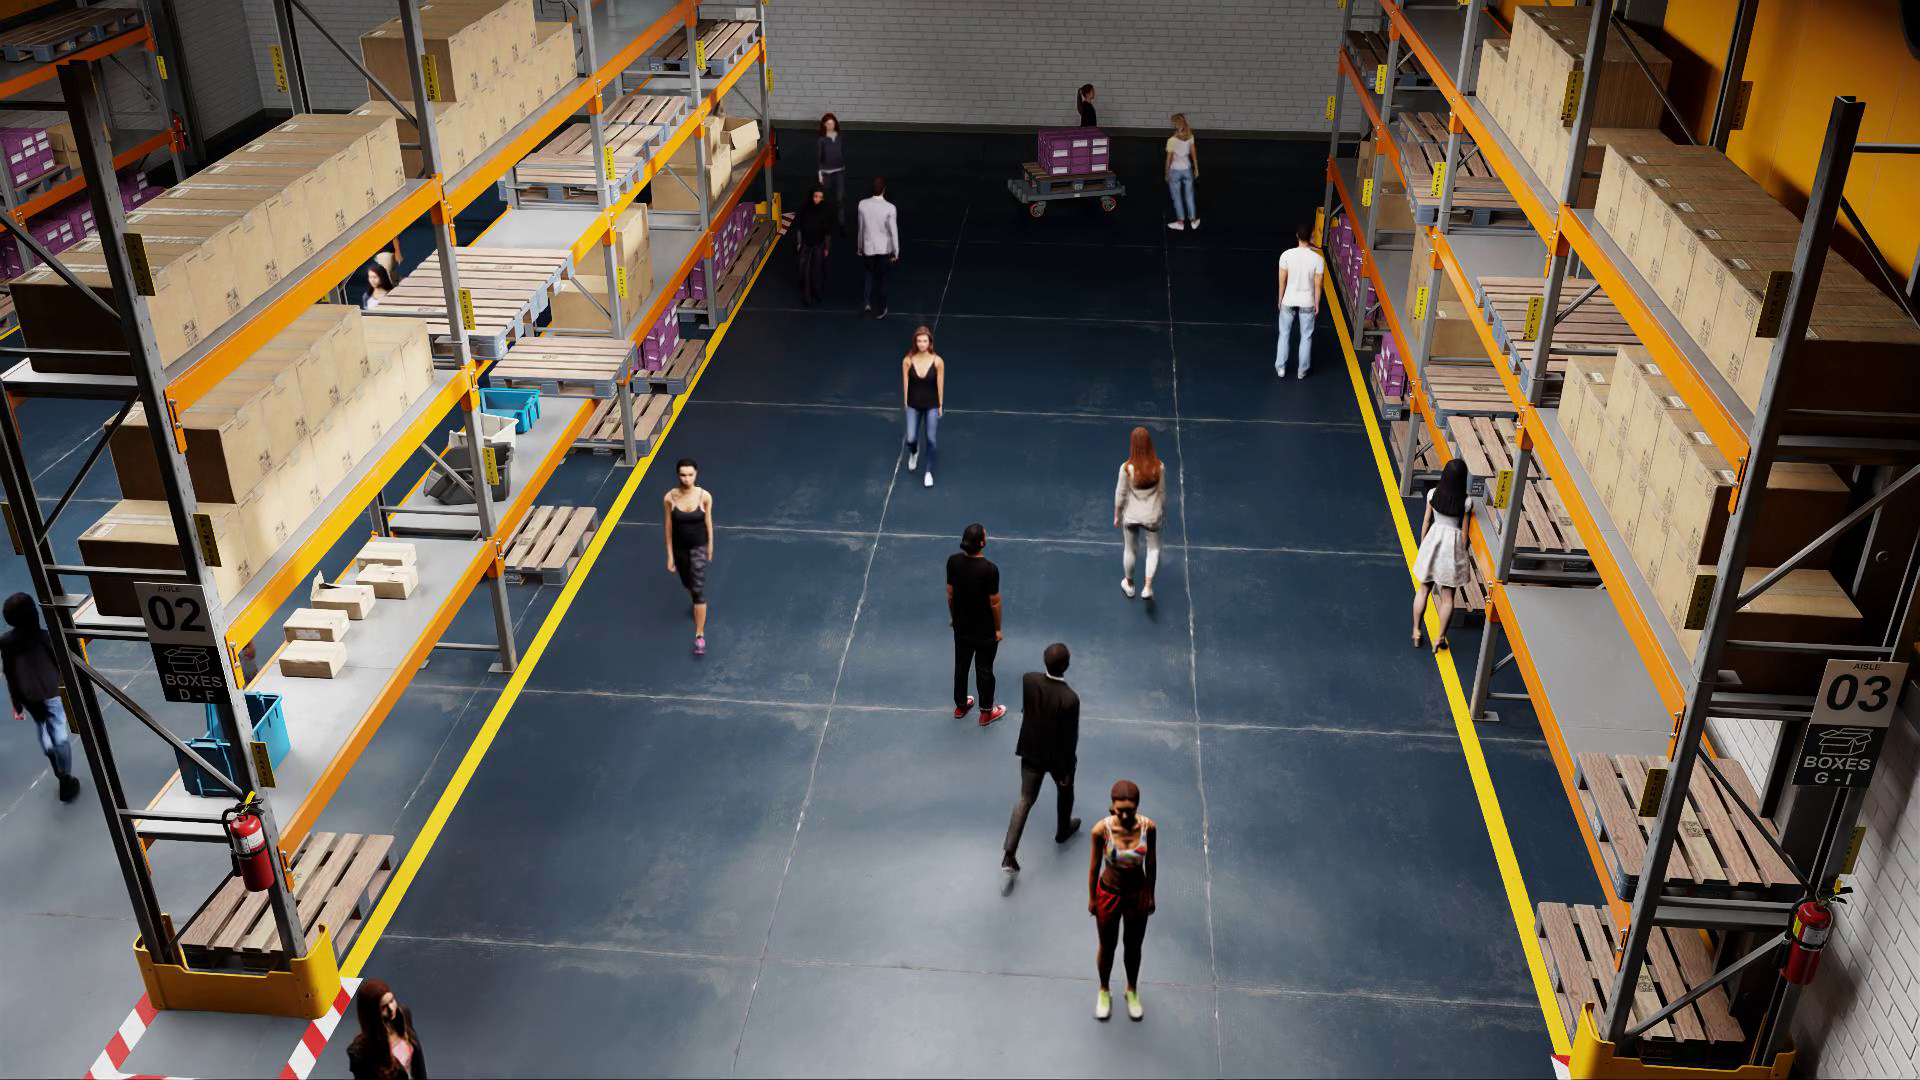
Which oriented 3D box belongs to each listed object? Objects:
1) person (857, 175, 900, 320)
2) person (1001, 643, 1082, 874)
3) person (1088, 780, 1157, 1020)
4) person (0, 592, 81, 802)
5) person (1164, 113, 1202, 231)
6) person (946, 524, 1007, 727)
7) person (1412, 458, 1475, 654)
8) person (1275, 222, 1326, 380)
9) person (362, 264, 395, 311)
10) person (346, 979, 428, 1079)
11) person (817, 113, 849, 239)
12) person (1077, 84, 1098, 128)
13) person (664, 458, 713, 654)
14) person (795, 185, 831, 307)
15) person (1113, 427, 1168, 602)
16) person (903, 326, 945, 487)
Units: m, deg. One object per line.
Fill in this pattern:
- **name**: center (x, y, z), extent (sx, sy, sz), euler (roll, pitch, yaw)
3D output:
- **person**: center (-1.077, -3.656, 21.014), extent (0.756, 1.835, 0.729), euler (7, 29, 13)
- **person**: center (0.549, 1.544, 11.551), extent (1.054, 1.769, 1.267), euler (18, 34, 30)
- **person**: center (1.004, 2.206, 10.320), extent (0.611, 1.786, 0.588), euler (-2, 29, -4)
- **person**: center (-6.781, 1.201, 12.266), extent (0.710, 1.687, 0.827), euler (-7, 29, -13)
- **person**: center (3.275, -5.347, 24.261), extent (0.893, 1.694, 0.860), euler (-7, 29, -13)
- **person**: center (0.118, 0.660, 13.183), extent (0.718, 1.758, 0.717), euler (16, 32, 26)
- **person**: center (4.112, 0.129, 14.146), extent (0.774, 1.769, 0.795), euler (18, 33, 29)
- **person**: center (3.953, -2.793, 19.405), extent (0.724, 1.862, 0.637), euler (9, 30, 17)
- **person**: center (-6.399, -2.269, 18.607), extent (0.597, 1.706, 0.518), euler (1, 29, 2)
- **person**: center (-3.025, 3.018, 8.907), extent (0.721, 1.713, 0.558), euler (11, 30, 19)
- **person**: center (-1.897, -5.316, 24.160), extent (0.942, 1.738, 1.236), euler (-10, 30, -18)
- **person**: center (2.013, -6.476, 26.478), extent (0.653, 1.555, 0.543), euler (-4, 29, -8)
- **person**: center (-2.335, 0.055, 14.363), extent (0.682, 1.690, 1.165), euler (-1, 29, -3)
- **person**: center (-1.871, -3.859, 21.633), extent (0.687, 1.599, 0.813), euler (9, 30, 16)
- **person**: center (1.630, -0.182, 14.792), extent (0.653, 1.695, 0.781), euler (1, 29, 1)
- **person**: center (-0.368, -1.408, 17.021), extent (0.589, 1.712, 0.721), euler (1, 29, 1)
